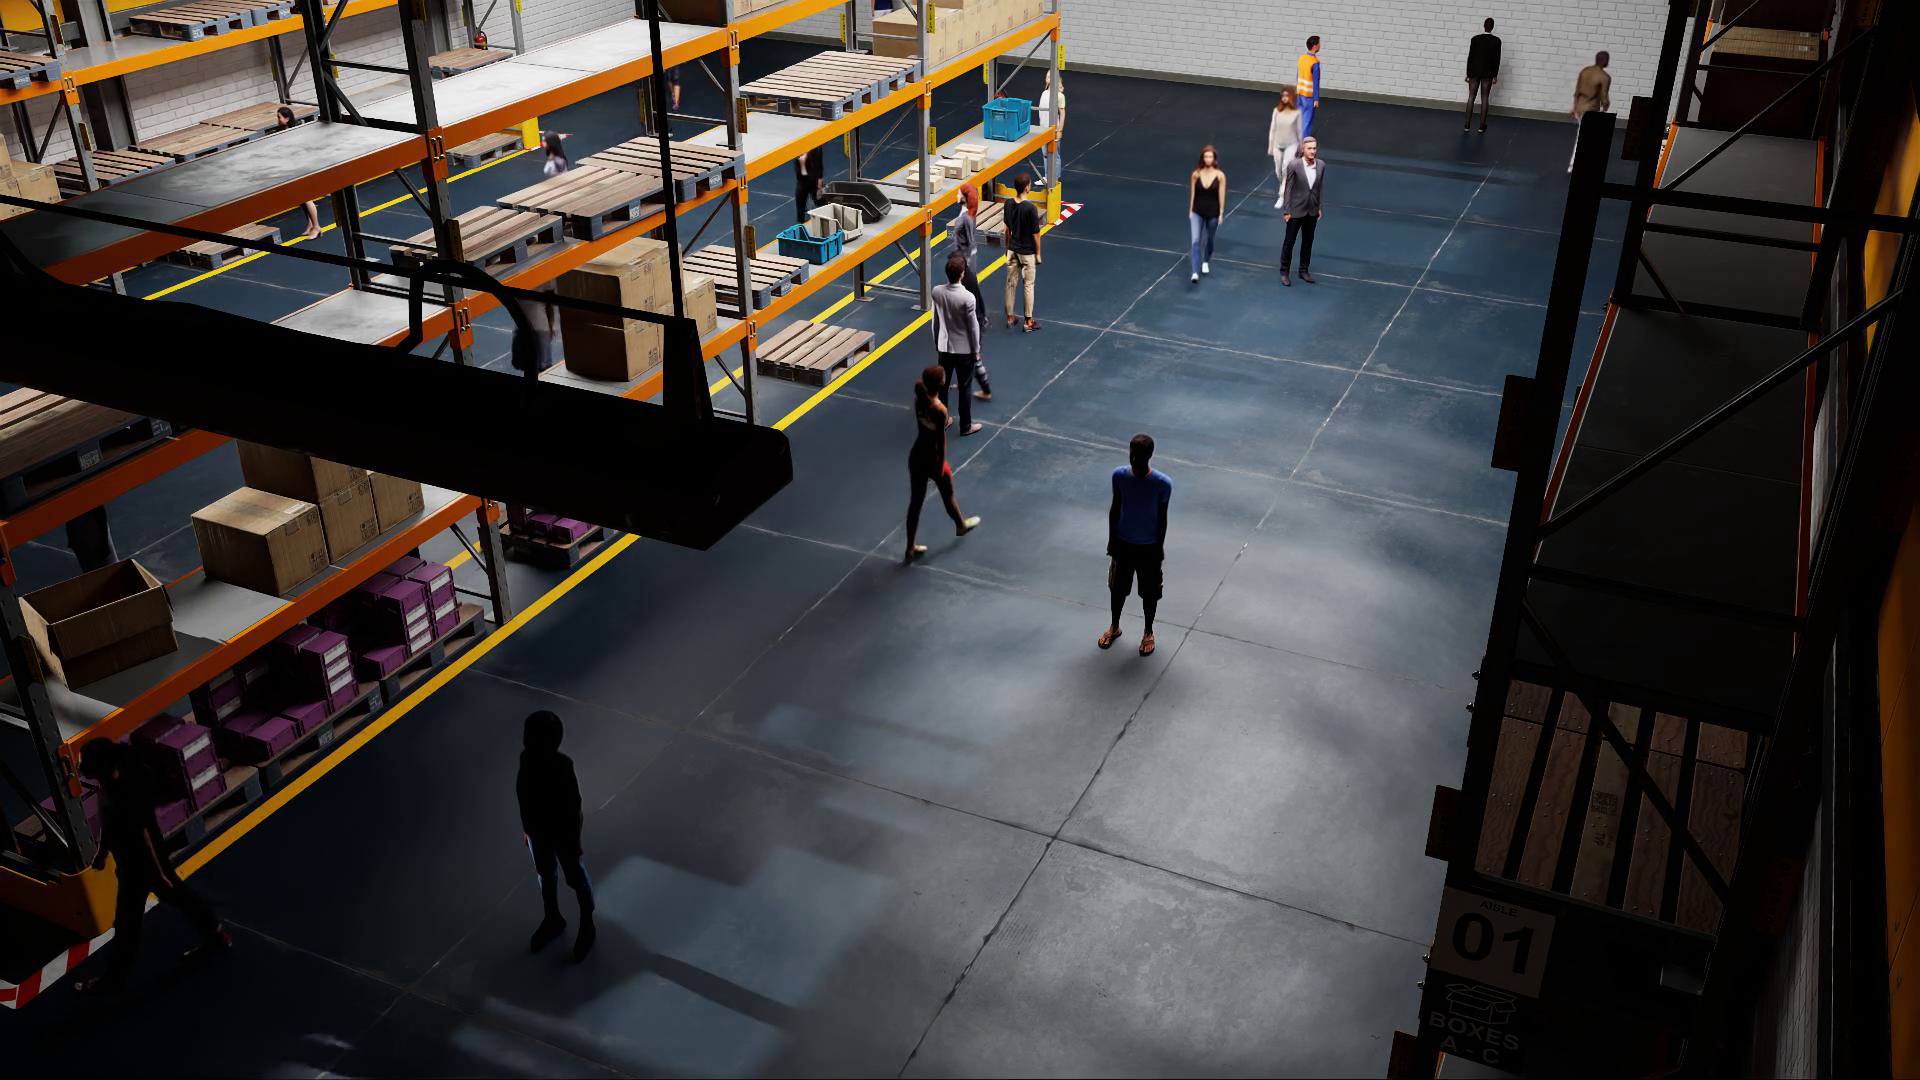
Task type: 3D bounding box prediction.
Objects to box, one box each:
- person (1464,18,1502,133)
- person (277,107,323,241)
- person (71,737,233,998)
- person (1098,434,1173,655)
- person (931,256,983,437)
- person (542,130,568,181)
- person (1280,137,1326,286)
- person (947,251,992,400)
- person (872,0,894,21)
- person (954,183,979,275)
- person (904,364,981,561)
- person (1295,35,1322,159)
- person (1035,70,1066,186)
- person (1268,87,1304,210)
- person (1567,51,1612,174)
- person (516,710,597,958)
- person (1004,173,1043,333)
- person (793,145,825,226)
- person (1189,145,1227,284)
[{"bbox_3d":[8.502,-7.589,27.105,0.682,1.800,0.562,10,30,17],"label":"person"},{"bbox_3d":[-8.839,-4.898,22.204,0.800,1.769,0.776,-18,34,-30],"label":"person"},{"bbox_3d":[-4.756,1.873,9.851,1.185,1.711,1.051,-14,32,-24],"label":"person"},{"bbox_3d":[1.401,0.006,13.117,0.662,1.862,0.564,10,30,18],"label":"person"},{"bbox_3d":[-0.049,-1.952,16.717,0.692,1.852,0.594,16,32,26],"label":"person"},{"bbox_3d":[-5.100,-4.428,21.417,0.829,1.699,0.769,-18,33,-29],"label":"person"},{"bbox_3d":[4.265,-4.116,20.694,0.793,1.842,0.848,-9,30,-16],"label":"person"},{"bbox_3d":[0.149,-2.236,17.426,0.759,1.672,0.717,17,33,29],"label":"person"},{"bbox_3d":[-1.455,-10.100,31.671,0.676,1.836,0.767,-15,32,-25],"label":"person"},{"bbox_3d":[0.073,-3.242,19.158,0.715,1.780,0.612,-3,29,-6],"label":"person"},{"bbox_3d":[-0.335,-0.637,14.409,0.830,1.753,1.152,24,37,36],"label":"person"},{"bbox_3d":[5.360,-6.841,25.668,0.841,1.863,0.787,-11,30,-19],"label":"person"},{"bbox_3d":[1.338,-6.002,24.277,0.698,1.723,0.708,-21,35,-33],"label":"person"},{"bbox_3d":[4.636,-5.614,23.606,0.665,1.683,1.089,10,30,18],"label":"person"},{"bbox_3d":[9.335,-6.387,24.896,0.929,1.805,0.891,-15,32,-25],"label":"person"},{"bbox_3d":[-2.456,1.759,10.071,0.579,1.702,0.558,9,30,16],"label":"person"},{"bbox_3d":[0.713,-3.334,19.243,0.663,1.859,0.576,18,34,30],"label":"person"},{"bbox_3d":[-1.901,-4.661,21.865,0.730,1.677,1.161,18,33,29],"label":"person"},{"bbox_3d":[3.089,-4.096,20.835,0.775,1.673,1.107,4,29,7],"label":"person"}]
